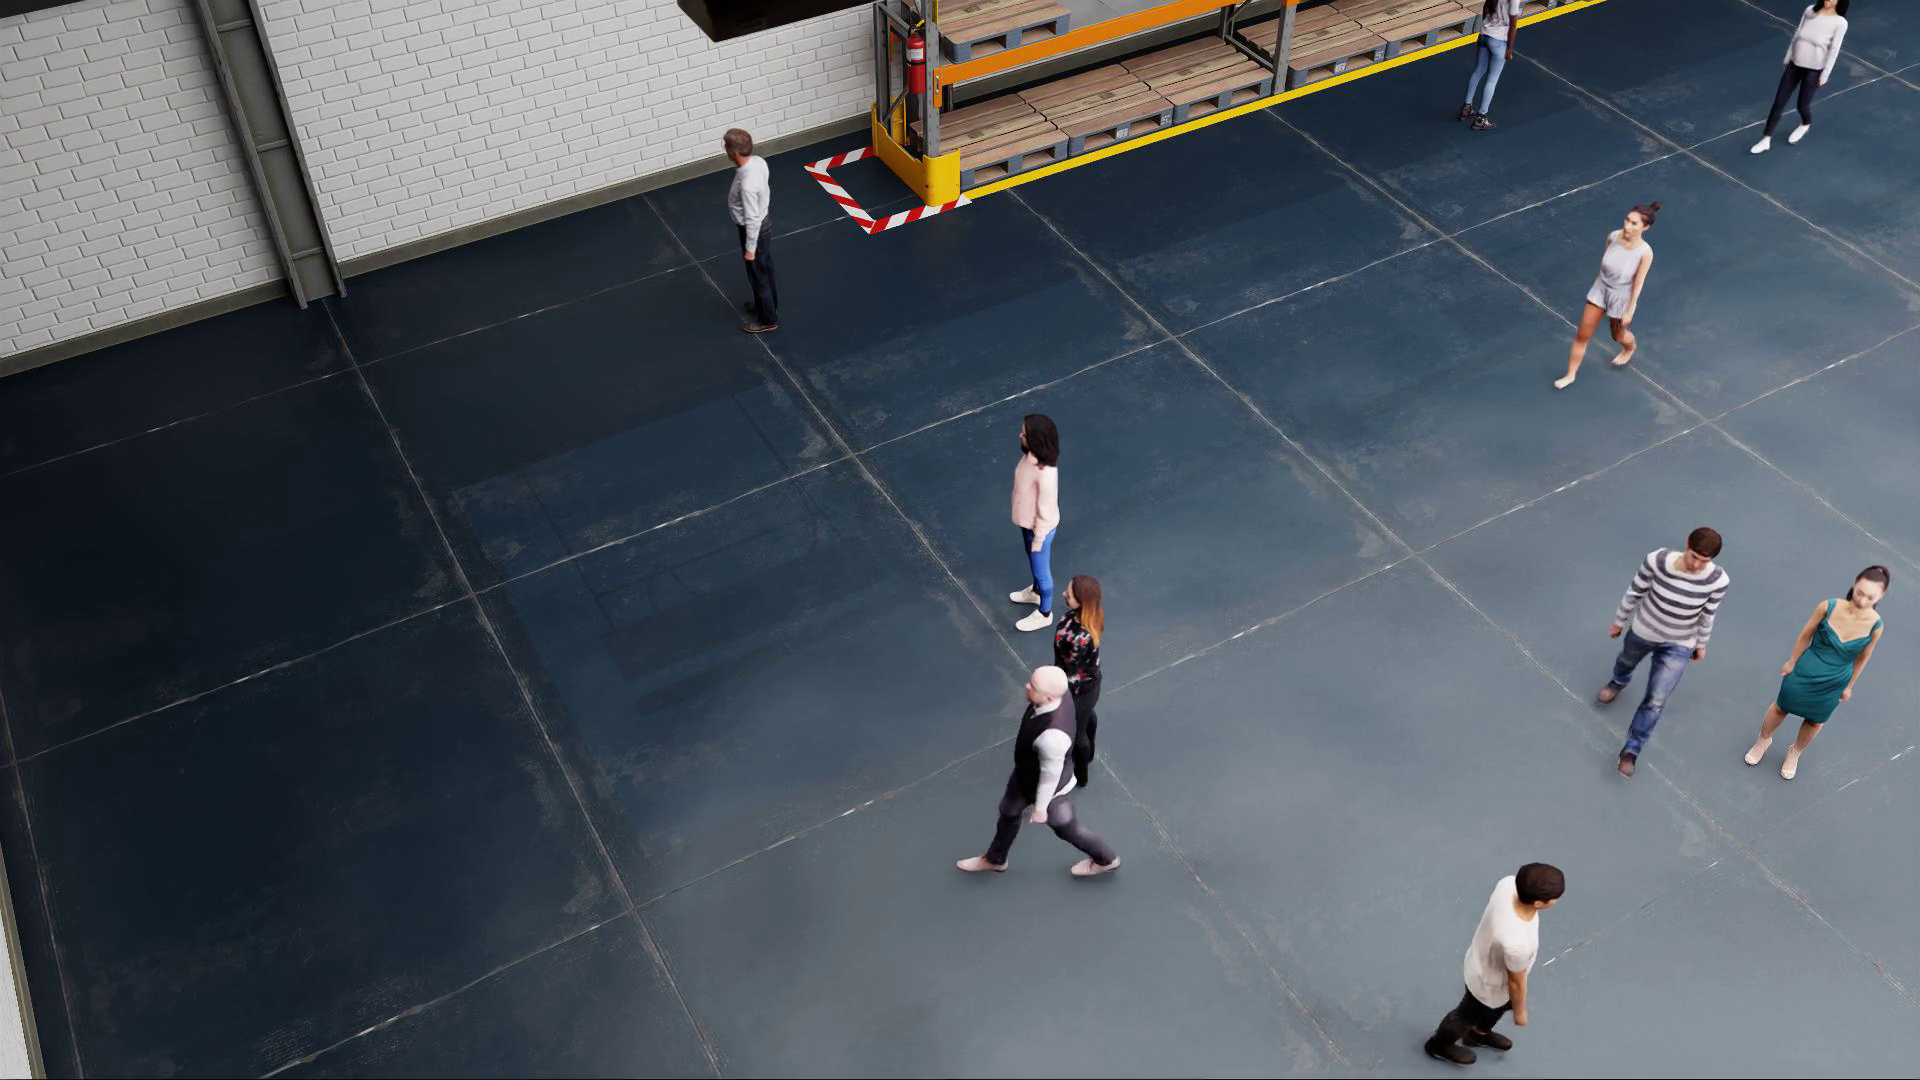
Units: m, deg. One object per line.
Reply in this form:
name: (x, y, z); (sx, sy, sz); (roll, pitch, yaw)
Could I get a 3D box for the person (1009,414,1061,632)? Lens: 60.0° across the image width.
person: (0.513, -0.120, 10.913); (0.690, 1.768, 0.723); (-5, 44, -5)

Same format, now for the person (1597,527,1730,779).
person: (4.343, 0.522, 10.218); (1.044, 1.796, 1.245); (26, 50, 25)

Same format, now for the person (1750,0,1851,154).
person: (7.934, -4.413, 15.478); (0.924, 1.687, 0.659); (-25, 49, -24)

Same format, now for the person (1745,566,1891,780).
person: (5.174, 0.808, 9.997); (0.618, 1.688, 0.627); (23, 48, 22)

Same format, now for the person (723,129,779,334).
person: (-1.651, -2.493, 13.370); (0.755, 1.815, 0.740); (2, 44, 2)

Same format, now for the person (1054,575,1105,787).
person: (0.731, 0.840, 9.966); (0.690, 1.684, 0.646); (6, 44, 7)

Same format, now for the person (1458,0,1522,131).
person: (5.081, -4.757, 15.815); (0.536, 1.719, 0.606); (-17, 46, -17)

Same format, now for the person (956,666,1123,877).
person: (0.565, 1.370, 9.342); (1.318, 1.776, 1.064); (-2, 44, -2)

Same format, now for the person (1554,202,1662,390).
person: (5.137, -1.907, 12.926); (1.030, 1.578, 0.619); (-26, 49, -24)

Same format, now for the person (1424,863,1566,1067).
person: (2.658, 2.188, 8.534); (0.855, 1.706, 0.794); (13, 45, 13)
